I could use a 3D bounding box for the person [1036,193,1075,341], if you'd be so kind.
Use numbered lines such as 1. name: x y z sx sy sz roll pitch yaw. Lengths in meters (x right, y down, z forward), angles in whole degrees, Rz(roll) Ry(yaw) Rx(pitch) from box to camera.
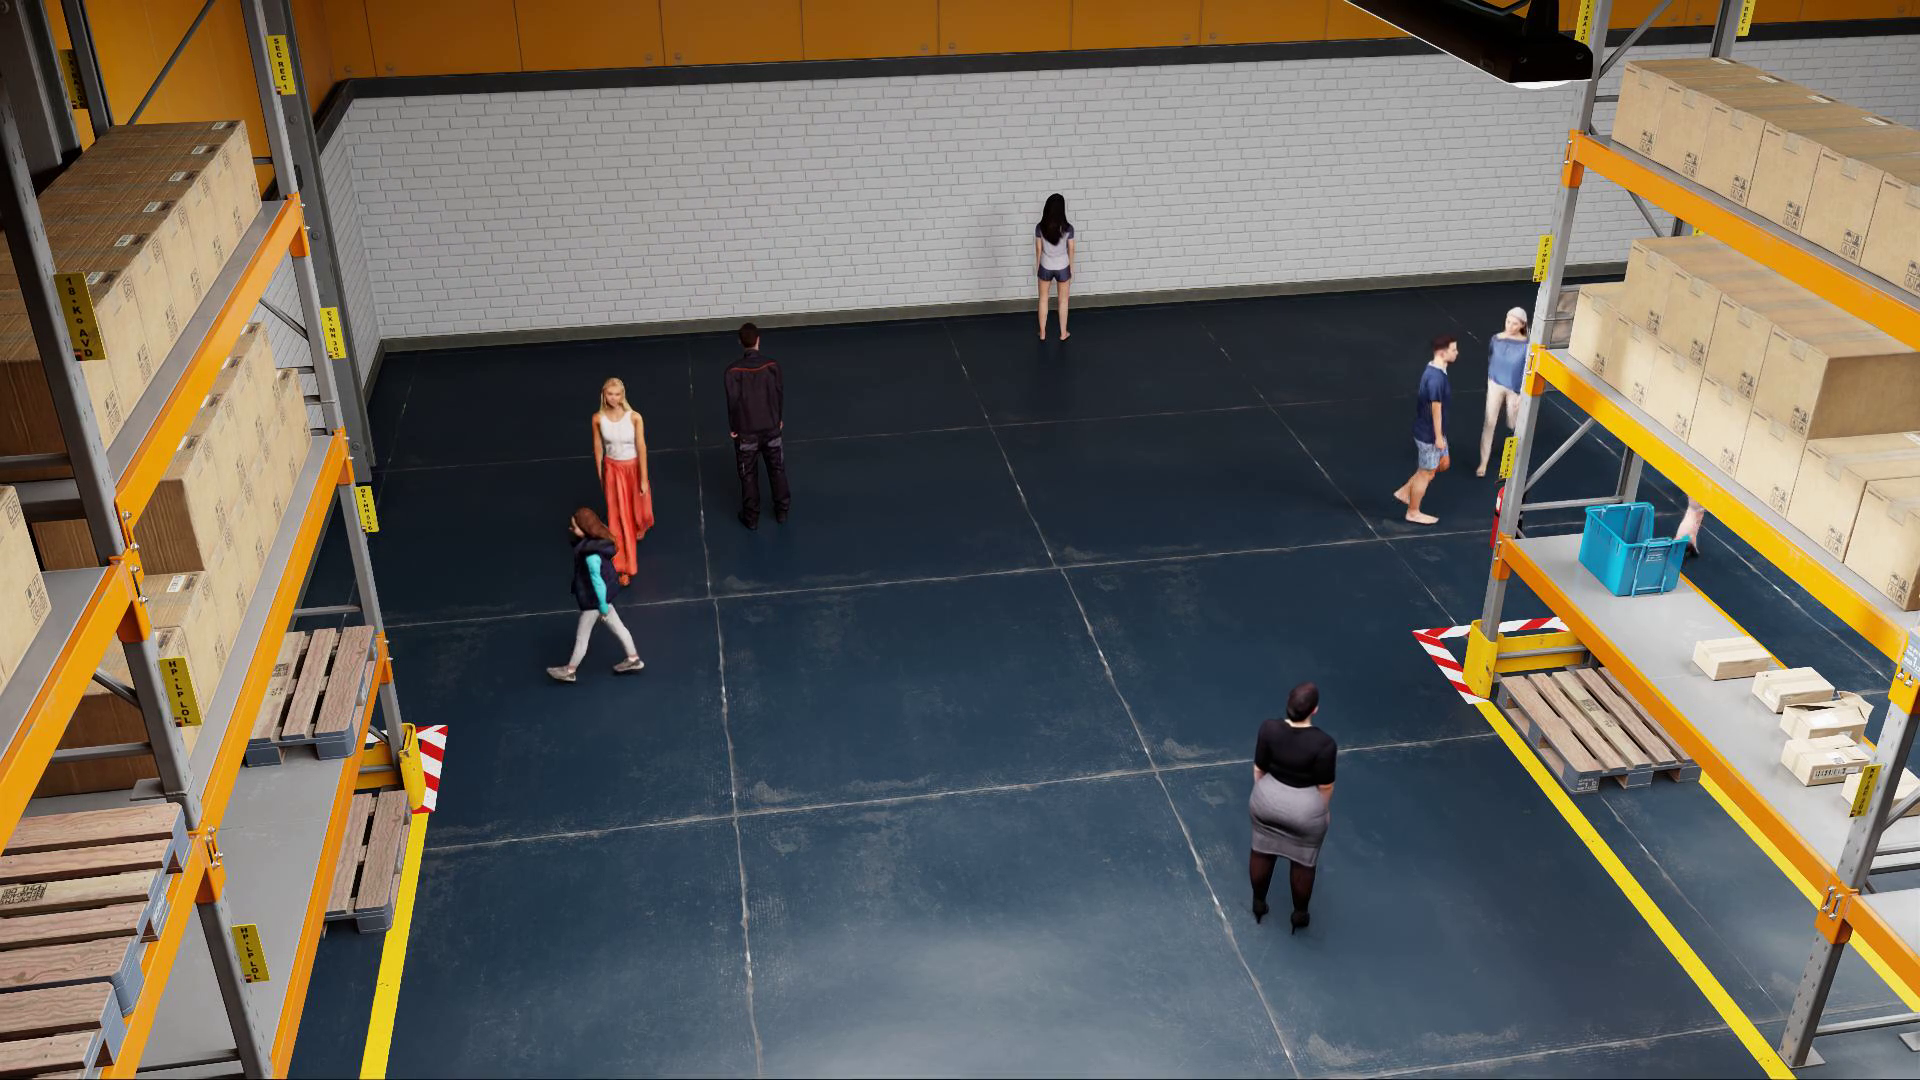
1. person: 1.066 -3.099 18.867 0.656 1.707 0.631 4 29 6

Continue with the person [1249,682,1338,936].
1. person: 2.011 1.633 10.136 0.778 1.759 0.824 16 32 26

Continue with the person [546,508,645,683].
1. person: -2.702 0.417 12.678 0.624 1.460 0.882 -5 29 -8

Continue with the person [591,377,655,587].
1. person: -2.831 -0.577 14.193 0.698 1.755 1.275 -2 29 -4

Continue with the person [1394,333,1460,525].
1. person: 4.127 -0.990 14.863 0.827 1.836 0.763 9 30 16

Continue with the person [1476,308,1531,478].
1. person: 5.250 -1.441 15.866 1.031 1.669 1.072 24 36 36

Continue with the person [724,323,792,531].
1. person: -1.805 -1.013 14.828 0.729 1.910 0.646 -10 30 -17
